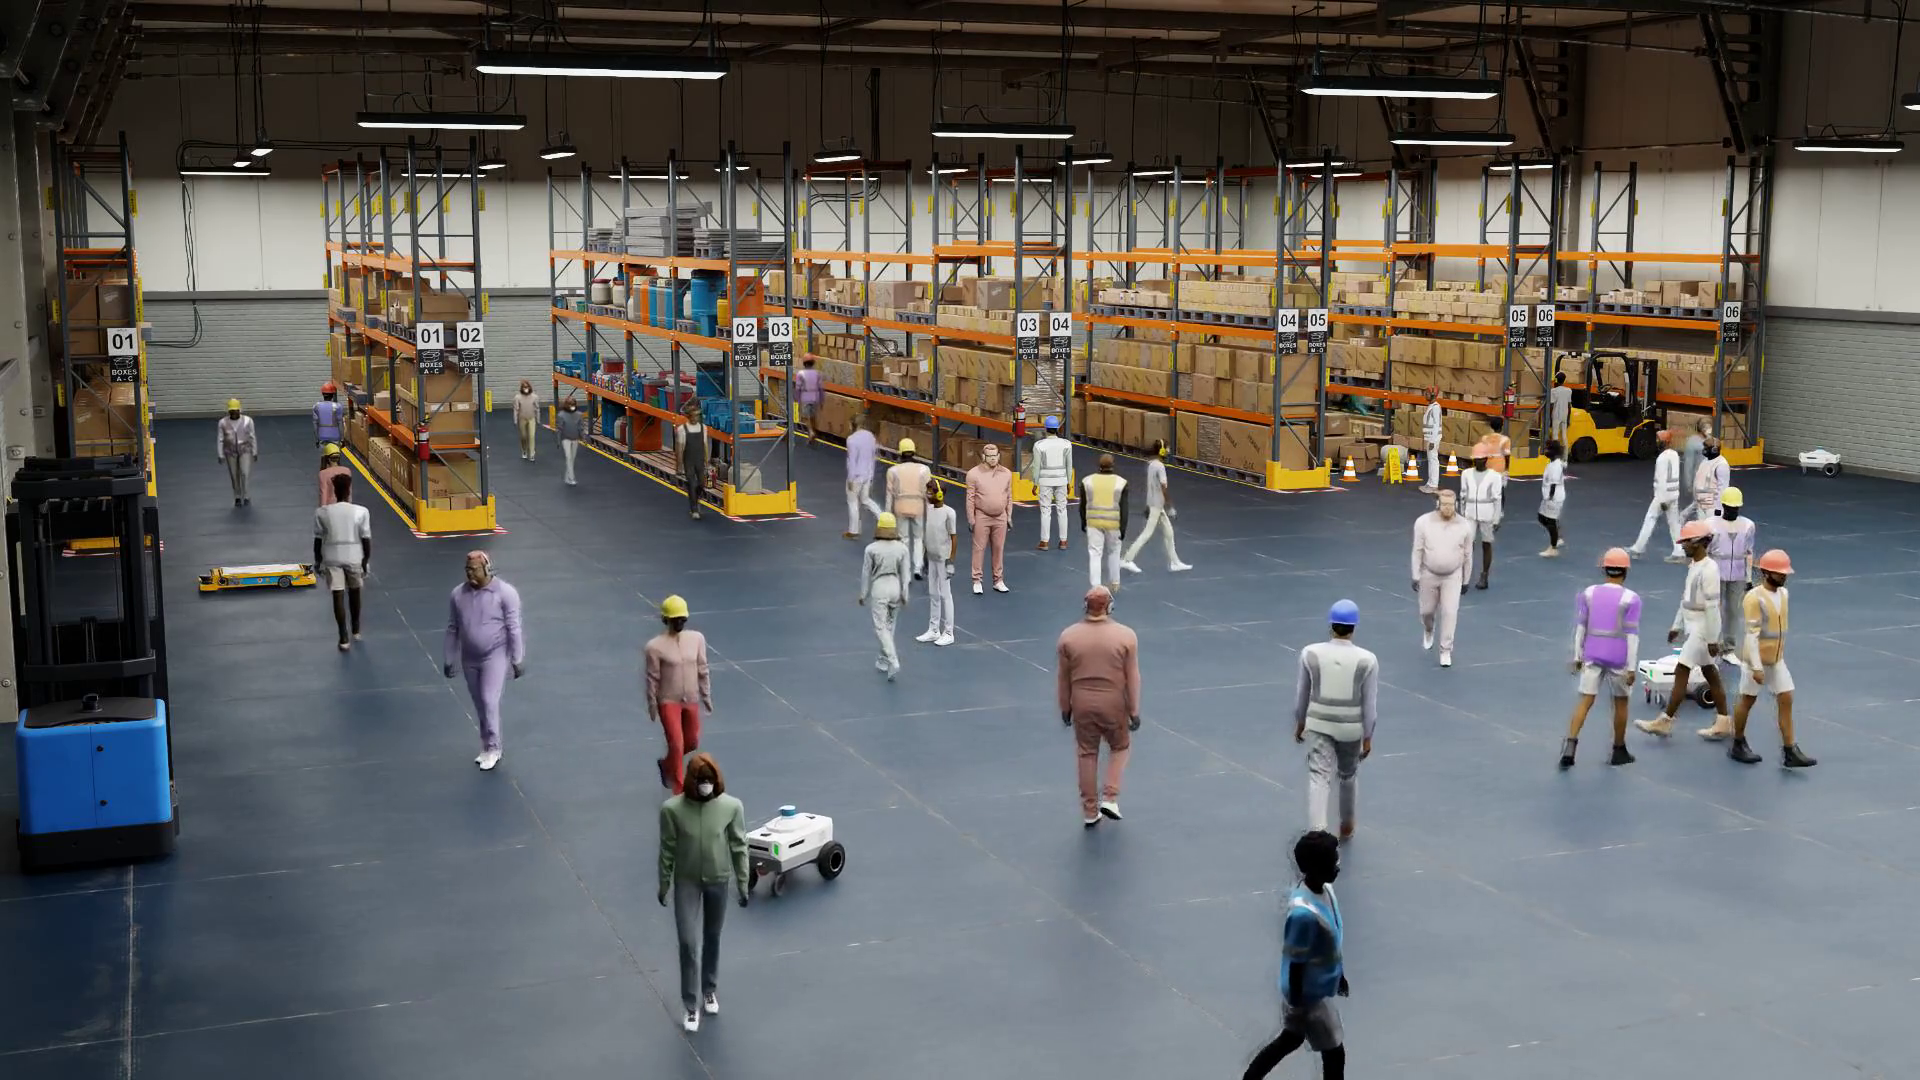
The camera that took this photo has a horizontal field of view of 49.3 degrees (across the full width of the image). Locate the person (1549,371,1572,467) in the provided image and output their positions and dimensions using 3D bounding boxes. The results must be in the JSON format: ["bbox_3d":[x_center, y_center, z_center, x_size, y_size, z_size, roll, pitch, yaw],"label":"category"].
[{"bbox_3d":[11.619,-2.338,40.657,0.517,1.873,0.334,-3,9,-17],"label":"person"}]

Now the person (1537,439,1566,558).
[{"bbox_3d":[8.365,-0.588,29.619,0.362,1.685,0.535,1,9,7],"label":"person"}]

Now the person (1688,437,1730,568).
[{"bbox_3d":[10.144,-0.472,28.314,0.430,1.845,0.624,0,9,-3],"label":"person"}]

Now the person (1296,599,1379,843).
[{"bbox_3d":[2.803,1.397,15.645,0.605,1.915,0.959,2,9,14],"label":"person"}]

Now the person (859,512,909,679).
[{"bbox_3d":[-0.755,0.567,21.824,0.495,1.712,0.824,-4,9,-24],"label":"person"}]

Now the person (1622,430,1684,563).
[{"bbox_3d":[9.751,-0.619,29.293,0.937,1.843,0.581,8,12,43],"label":"person"}]

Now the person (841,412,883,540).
[{"bbox_3d":[-1.425,-0.947,31.258,0.689,1.922,0.635,5,10,32],"label":"person"}]

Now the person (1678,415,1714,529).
[{"bbox_3d":[10.877,-0.895,30.901,0.630,1.915,0.895,-7,11,-39],"label":"person"}]

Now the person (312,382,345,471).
[{"bbox_3d":[-11.096,-1.803,36.867,0.543,1.939,0.362,0,9,3],"label":"person"}]

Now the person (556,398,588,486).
[{"bbox_3d":[-6.999,-1.773,37.824,0.506,1.585,0.832,-7,11,-37],"label":"person"}]

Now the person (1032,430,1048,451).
[{"bbox_3d":[1.636,-2.348,40.894,0.594,1.820,0.430,-2,9,-14],"label":"person"}]

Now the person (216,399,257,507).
[{"bbox_3d":[-12.060,-1.439,34.896,0.627,1.792,0.868,-2,9,-14],"label":"person"}]

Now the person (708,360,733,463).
[{"bbox_3d":[-4.807,-2.542,41.596,0.688,2.000,0.536,-7,11,-39],"label":"person"}]

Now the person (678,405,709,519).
[{"bbox_3d":[-4.291,-1.265,33.662,0.535,1.828,0.532,-4,9,-25],"label":"person"}]

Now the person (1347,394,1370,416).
[{"bbox_3d":[9.362,-3.583,49.469,0.823,1.726,0.527,7,11,38],"label":"person"}]

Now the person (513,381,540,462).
[{"bbox_3d":[-8.694,-2.404,42.014,0.512,1.602,0.805,-2,9,-12],"label":"person"}]

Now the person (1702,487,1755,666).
[{"bbox_3d":[8.177,0.383,22.338,0.594,1.922,0.386,0,9,-2],"label":"person"}]

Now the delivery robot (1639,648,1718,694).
[{"bbox_3d":[7.048,1.306,20.561,0.707,0.478,0.477,0,8,-3],"label":"delivery robot"}]

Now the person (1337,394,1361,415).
[{"bbox_3d":[9.402,-3.829,50.581,0.566,1.872,1.013,-5,10,-31],"label":"person"}]

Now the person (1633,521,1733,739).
[{"bbox_3d":[6.645,0.823,19.174,0.987,1.988,0.614,2,9,12],"label":"person"}]

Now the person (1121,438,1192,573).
[{"bbox_3d":[2.644,-0.468,28.379,0.984,1.826,0.522,0,9,-3],"label":"person"}]

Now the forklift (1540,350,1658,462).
[{"bbox_3d":[12.897,-2.725,42.309,2.313,2.155,1.214,-3,9,-21],"label":"forklift"}]

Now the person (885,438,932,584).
[{"bbox_3d":[-0.680,-0.379,27.453,0.607,1.908,0.471,-1,9,-7],"label":"person"}]

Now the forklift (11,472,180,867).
[{"bbox_3d":[-6.630,0.886,15.957,1.129,2.768,1.873,-3,9,-21],"label":"forklift"}]

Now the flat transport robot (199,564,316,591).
[{"bbox_3d":[-9.181,0.476,27.349,1.431,0.197,0.652,-3,9,-21],"label":"flat transport robot"}]

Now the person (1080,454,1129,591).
[{"bbox_3d":[1.839,-0.194,26.599,0.643,1.797,0.949,2,9,10],"label":"person"}]

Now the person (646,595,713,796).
[{"bbox_3d":[-2.310,1.282,16.924,0.521,1.747,0.702,-6,10,-35],"label":"person"}]

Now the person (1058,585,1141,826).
[{"bbox_3d":[1.096,1.293,16.369,0.676,1.891,0.431,3,9,17],"label":"person"}]

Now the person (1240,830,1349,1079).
[{"bbox_3d":[1.739,2.266,10.667,0.842,1.664,0.529,2,9,16],"label":"person"}]

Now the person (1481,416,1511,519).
[{"bbox_3d":[8.488,-1.131,33.315,0.534,1.659,0.801,6,10,33],"label":"person"}]

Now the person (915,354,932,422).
[{"bbox_3d":[-0.857,-3.796,50.064,0.663,1.954,0.924,0,9,-3],"label":"person"}]

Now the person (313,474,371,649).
[{"bbox_3d":[-6.927,0.210,23.482,0.628,1.913,0.980,-3,9,-18],"label":"person"}]

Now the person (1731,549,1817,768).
[{"bbox_3d":[7.034,1.036,18.047,0.569,1.896,0.896,-5,10,-30],"label":"person"}]

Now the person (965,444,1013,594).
[{"bbox_3d":[0.391,-0.273,26.775,0.642,1.909,0.410,-3,9,-22],"label":"person"}]

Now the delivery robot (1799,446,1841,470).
[{"bbox_3d":[16.187,-1.522,39.419,0.707,0.478,0.477,5,10,32],"label":"delivery robot"}]

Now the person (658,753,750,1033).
[{"bbox_3d":[-1.490,2.050,12.261,0.524,1.604,0.705,-2,9,-14],"label":"person"}]

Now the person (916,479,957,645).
[{"bbox_3d":[-0.247,0.241,23.495,0.330,1.865,0.518,-7,11,-38],"label":"person"}]

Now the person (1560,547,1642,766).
[{"bbox_3d":[5.553,1.031,18.165,0.772,1.913,0.581,-8,12,-44],"label":"person"}]

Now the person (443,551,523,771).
[{"bbox_3d":[-4.170,1.038,18.086,0.683,1.882,0.708,3,9,18],"label":"person"}]

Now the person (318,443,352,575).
[{"bbox_3d":[-8.421,-0.417,28.199,0.330,1.767,0.528,6,10,35],"label":"person"}]

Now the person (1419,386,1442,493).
[{"bbox_3d":[8.300,-1.774,36.858,0.355,1.883,0.573,1,9,6],"label":"person"}]

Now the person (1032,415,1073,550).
[{"bbox_3d":[1.335,-0.830,30.345,0.603,1.949,0.389,-2,9,-14],"label":"person"}]

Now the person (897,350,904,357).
[{"bbox_3d":[-1.385,-3.462,48.293,0.659,1.828,0.458,1,9,5],"label":"person"}]

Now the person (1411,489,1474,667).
[{"bbox_3d":[5.192,0.370,22.551,0.649,1.885,0.751,2,9,14],"label":"person"}]

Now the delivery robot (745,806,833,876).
[{"bbox_3d":[-1.227,2.145,14.970,0.477,0.478,0.707,5,10,33],"label":"delivery robot"}]

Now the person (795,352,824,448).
[{"bbox_3d":[-3.156,-2.951,44.249,0.625,2.025,0.633,-3,9,-22],"label":"person"}]

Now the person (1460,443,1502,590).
[{"bbox_3d":[6.620,-0.278,26.824,0.569,1.896,0.930,5,10,31],"label":"person"}]
